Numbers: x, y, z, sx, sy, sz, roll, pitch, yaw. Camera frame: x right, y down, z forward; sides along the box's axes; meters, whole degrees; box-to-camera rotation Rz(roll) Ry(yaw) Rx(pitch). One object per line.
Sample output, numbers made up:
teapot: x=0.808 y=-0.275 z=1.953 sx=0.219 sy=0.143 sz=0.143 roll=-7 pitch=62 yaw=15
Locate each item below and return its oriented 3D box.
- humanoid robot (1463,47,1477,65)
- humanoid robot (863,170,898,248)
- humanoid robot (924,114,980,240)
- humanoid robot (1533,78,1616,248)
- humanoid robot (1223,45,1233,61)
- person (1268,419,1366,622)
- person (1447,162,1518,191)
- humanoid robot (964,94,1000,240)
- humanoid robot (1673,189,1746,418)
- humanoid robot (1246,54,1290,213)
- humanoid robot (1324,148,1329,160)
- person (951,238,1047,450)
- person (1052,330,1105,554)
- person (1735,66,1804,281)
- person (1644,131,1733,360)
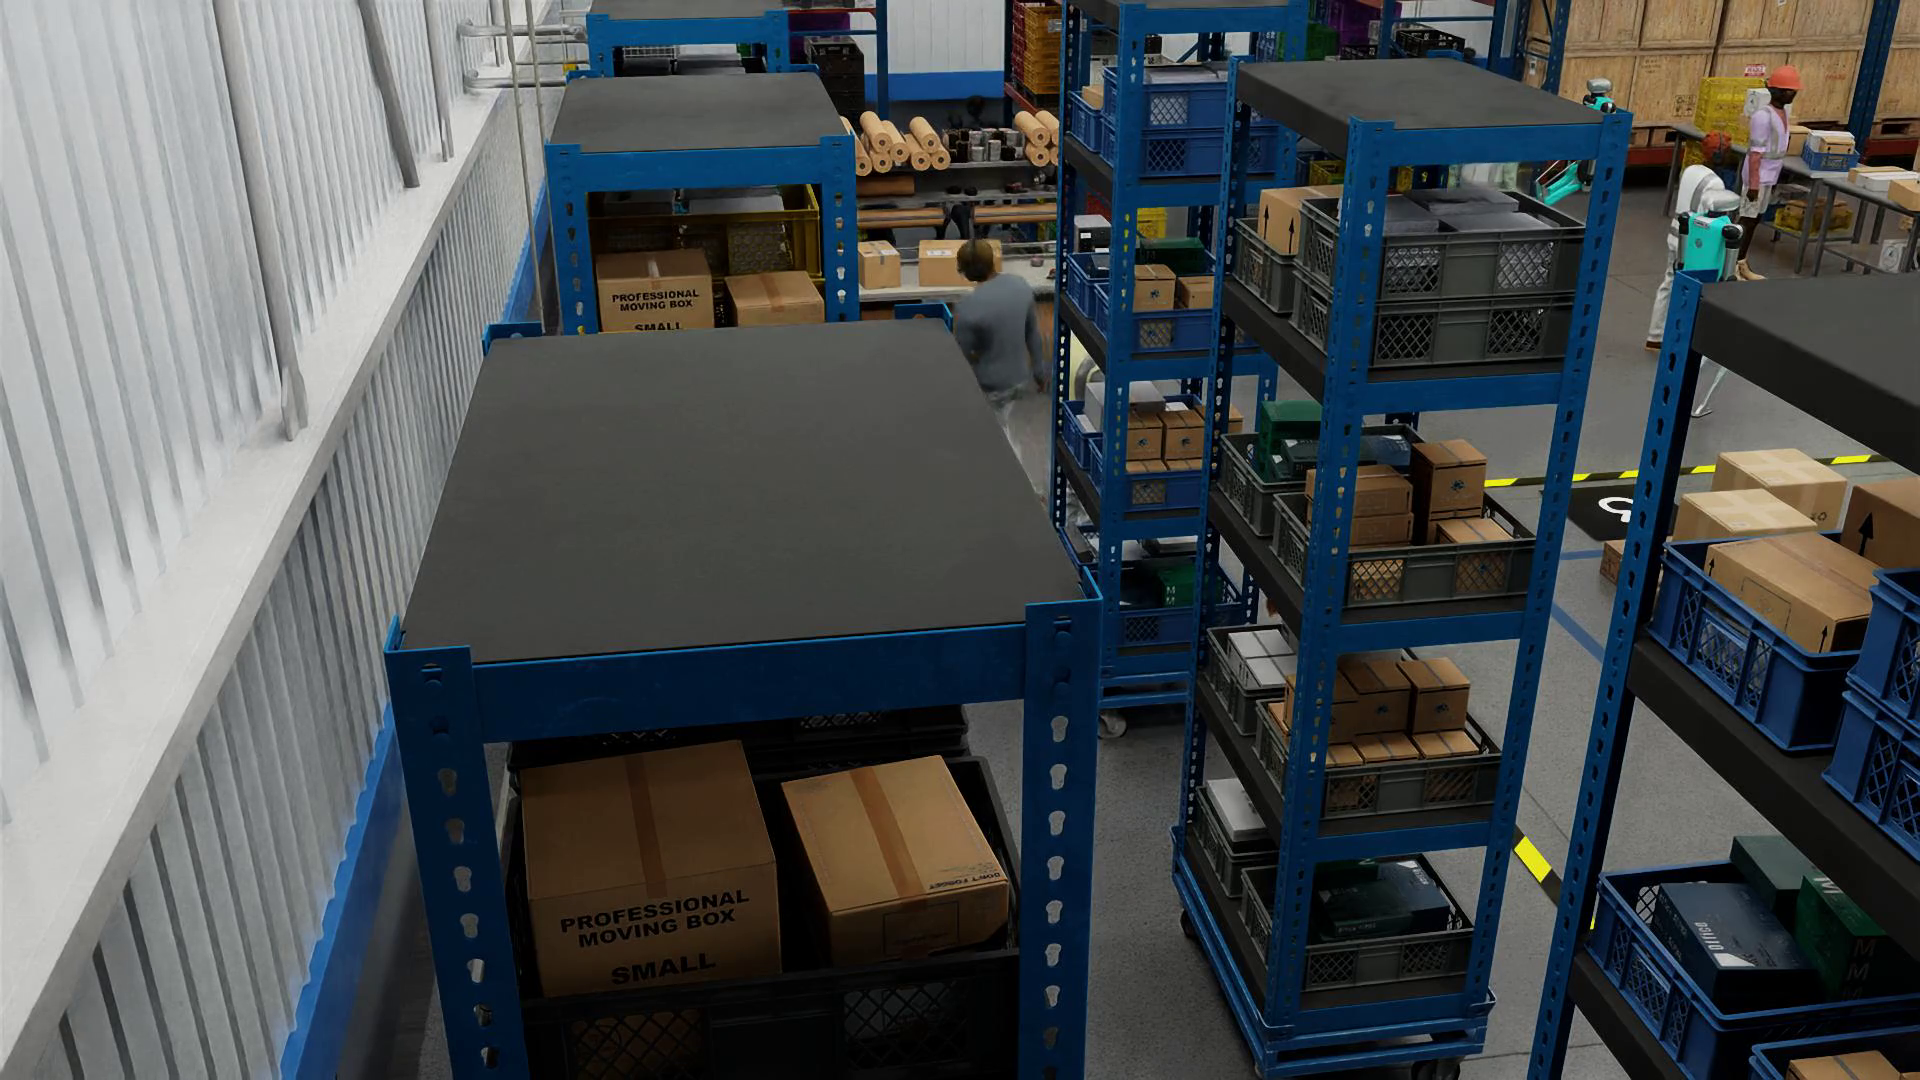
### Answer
humanoid robot: x=5.779 y=-4.823 z=19.160 sx=0.589 sy=1.632 sz=0.762 roll=-15 pitch=29 yaw=-29
humanoid robot: x=-0.712 y=-2.261 z=13.586 sx=0.726 sy=1.636 sz=0.601 roll=7 pitch=26 yaw=15
humanoid robot: x=-0.080 y=-3.167 z=15.565 sx=0.612 sy=1.624 sz=0.787 roll=-10 pitch=27 yaw=-21
humanoid robot: x=5.981 y=-3.688 z=16.438 sx=0.743 sy=1.691 sz=0.532 roll=-2 pitch=25 yaw=-4
humanoid robot: x=2.751 y=-4.649 z=18.650 sx=1.036 sy=1.735 sz=0.564 roll=0 pitch=25 yaw=1
person: x=1.749 y=0.210 z=7.947 sx=0.590 sy=1.851 sz=0.400 roll=-3 pitch=25 yaw=-7
person: x=4.544 y=-2.927 z=14.686 sx=0.589 sy=1.920 sz=0.612 roll=-21 pitch=32 yaw=-38
humanoid robot: x=0.200 y=-3.549 z=16.389 sx=0.585 sy=1.635 sz=0.679 roll=-12 pitch=27 yaw=-23
humanoid robot: x=5.558 y=-1.738 z=12.163 sx=0.735 sy=1.673 sz=0.533 roll=-11 pitch=27 yaw=-23
humanoid robot: x=3.279 y=-4.393 z=18.137 sx=0.656 sy=1.838 sz=0.541 roll=-16 pitch=29 yaw=-31
humanoid robot: x=4.195 y=-4.569 z=18.542 sx=0.357 sy=1.656 sz=0.594 roll=6 pitch=25 yaw=13
person: x=0.207 y=-0.983 z=10.484 sx=0.471 sy=1.896 sz=0.690 roll=20 pitch=31 yaw=36
person: x=0.764 y=-0.539 z=9.588 sx=0.429 sy=1.842 sz=0.627 roll=-10 pitch=27 yaw=-21
person: x=7.496 y=-3.373 z=15.508 sx=0.375 sy=2.045 sz=0.604 roll=20 pitch=31 yaw=36
person: x=5.964 y=-2.382 z=13.561 sx=0.366 sy=1.877 sz=0.578 roll=-1 pitch=25 yaw=-1
